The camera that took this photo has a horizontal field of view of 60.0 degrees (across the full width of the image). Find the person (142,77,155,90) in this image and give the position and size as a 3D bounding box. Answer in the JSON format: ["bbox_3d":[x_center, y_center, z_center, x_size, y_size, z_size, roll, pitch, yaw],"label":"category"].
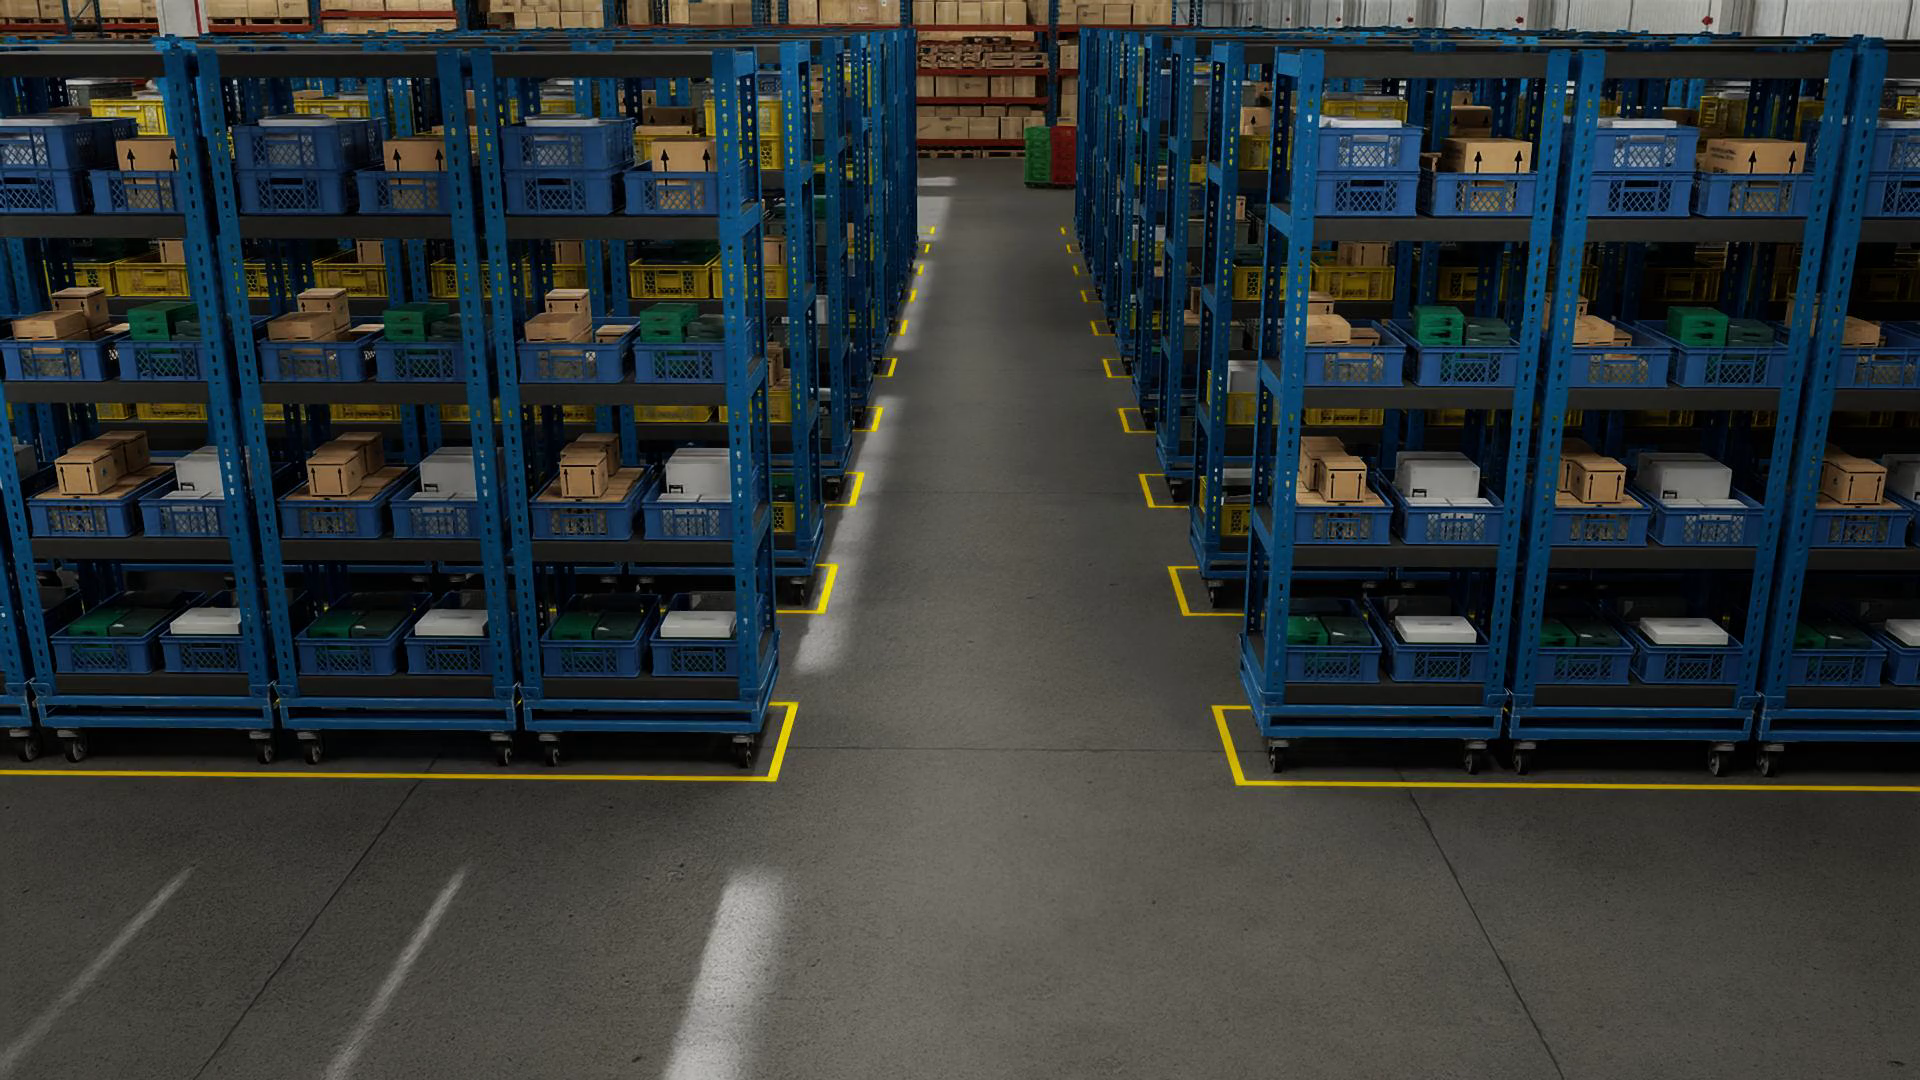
[{"bbox_3d":[-28.045,-15.228,57.589,0.420,2.028,0.606,-8,19,-25],"label":"person"}]
